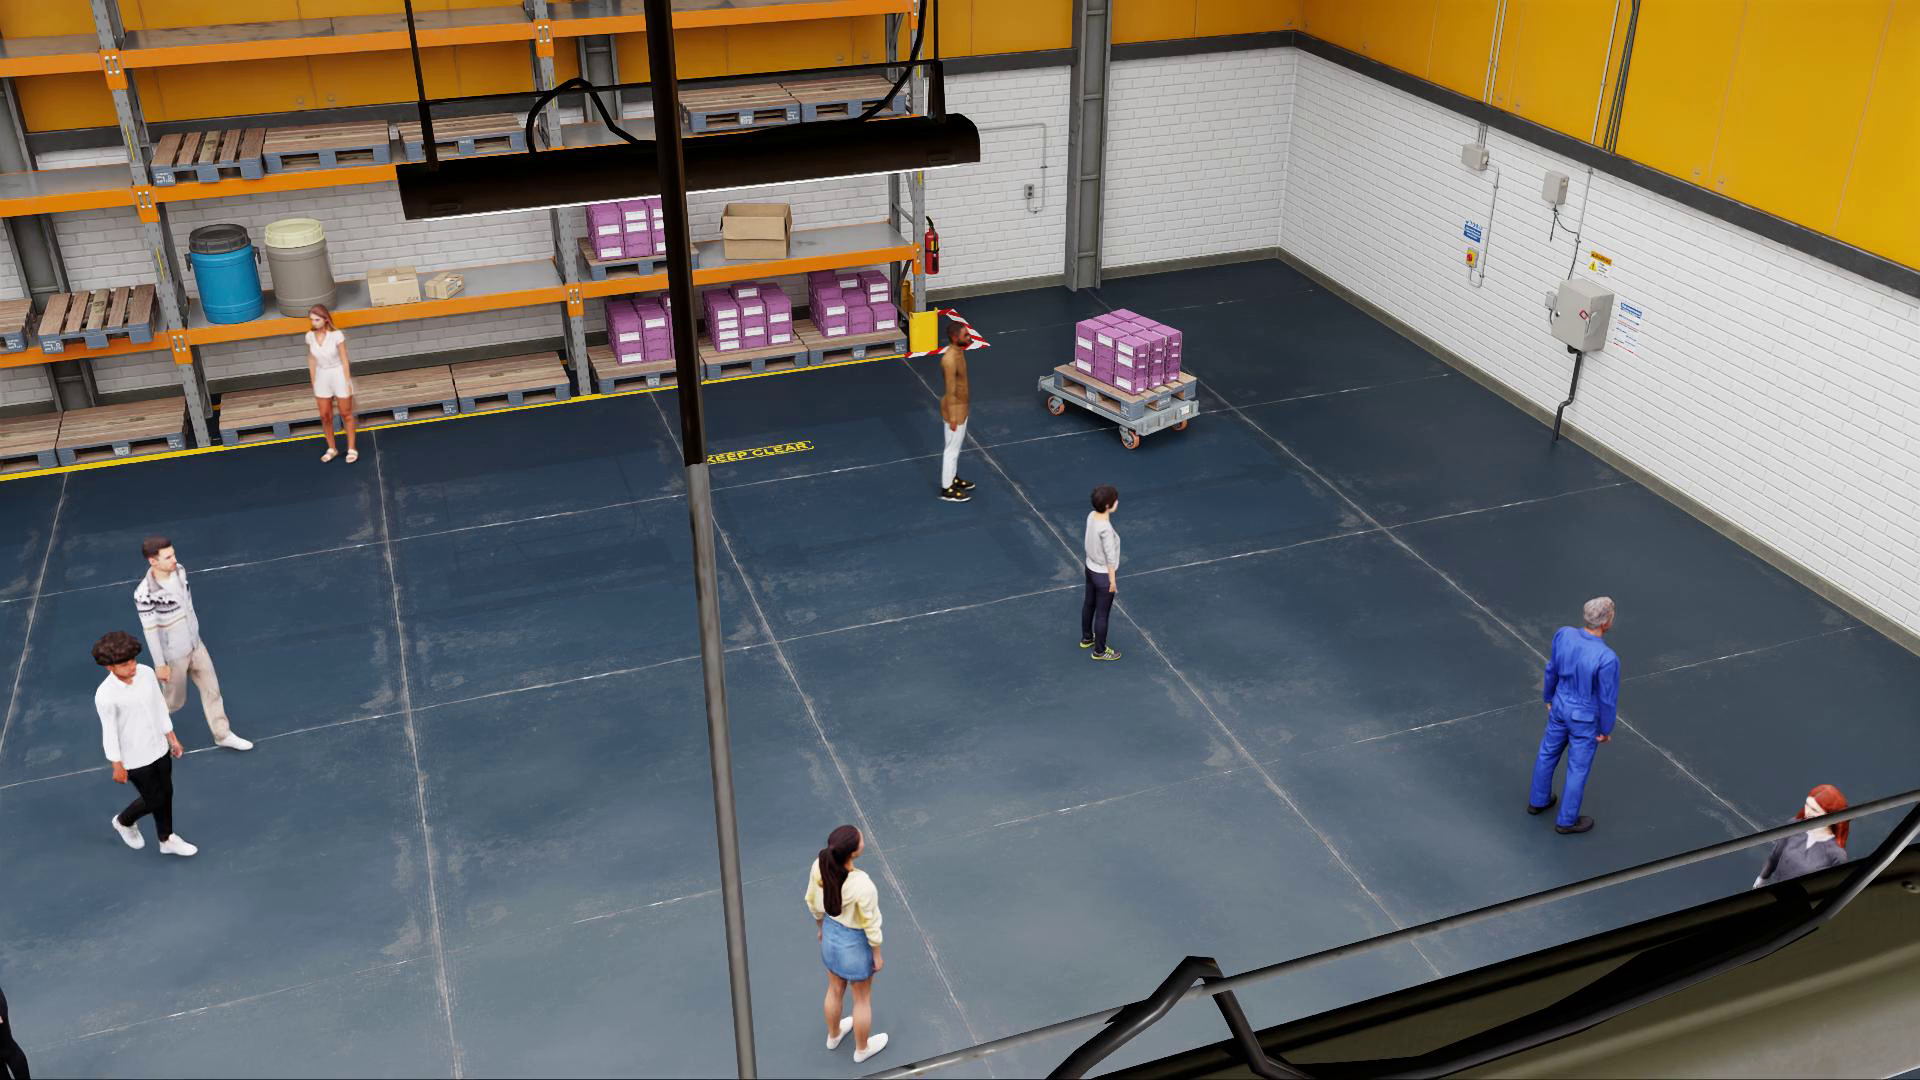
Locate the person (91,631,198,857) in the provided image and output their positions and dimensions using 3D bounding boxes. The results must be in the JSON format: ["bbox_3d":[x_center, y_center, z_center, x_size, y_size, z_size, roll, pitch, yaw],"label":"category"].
[{"bbox_3d":[-5.643,1.392,11.333,0.945,1.793,0.866,9,30,17],"label":"person"}]

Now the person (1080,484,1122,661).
[{"bbox_3d":[1.147,0.250,13.678,0.476,1.553,0.547,-11,30,-19],"label":"person"}]

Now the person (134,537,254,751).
[{"bbox_3d":[-5.907,0.792,12.383,1.210,1.841,1.058,6,29,11],"label":"person"}]

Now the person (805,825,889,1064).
[{"bbox_3d":[-0.663,2.352,9.745,0.721,1.630,0.742,18,33,29],"label":"person"}]

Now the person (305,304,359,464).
[{"bbox_3d":[-6.363,-1.612,16.945,0.617,1.694,0.729,1,29,1],"label":"person"}]

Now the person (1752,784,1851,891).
[{"bbox_3d":[5.063,2.190,9.915,0.926,1.751,0.633,-8,30,-14],"label":"person"}]

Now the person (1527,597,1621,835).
[{"bbox_3d":[4.309,1.209,11.632,0.609,1.829,0.750,-15,32,-26],"label":"person"}]

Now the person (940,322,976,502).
[{"bbox_3d":[-0.057,-1.268,16.185,0.704,1.818,0.697,5,29,9],"label":"person"}]
